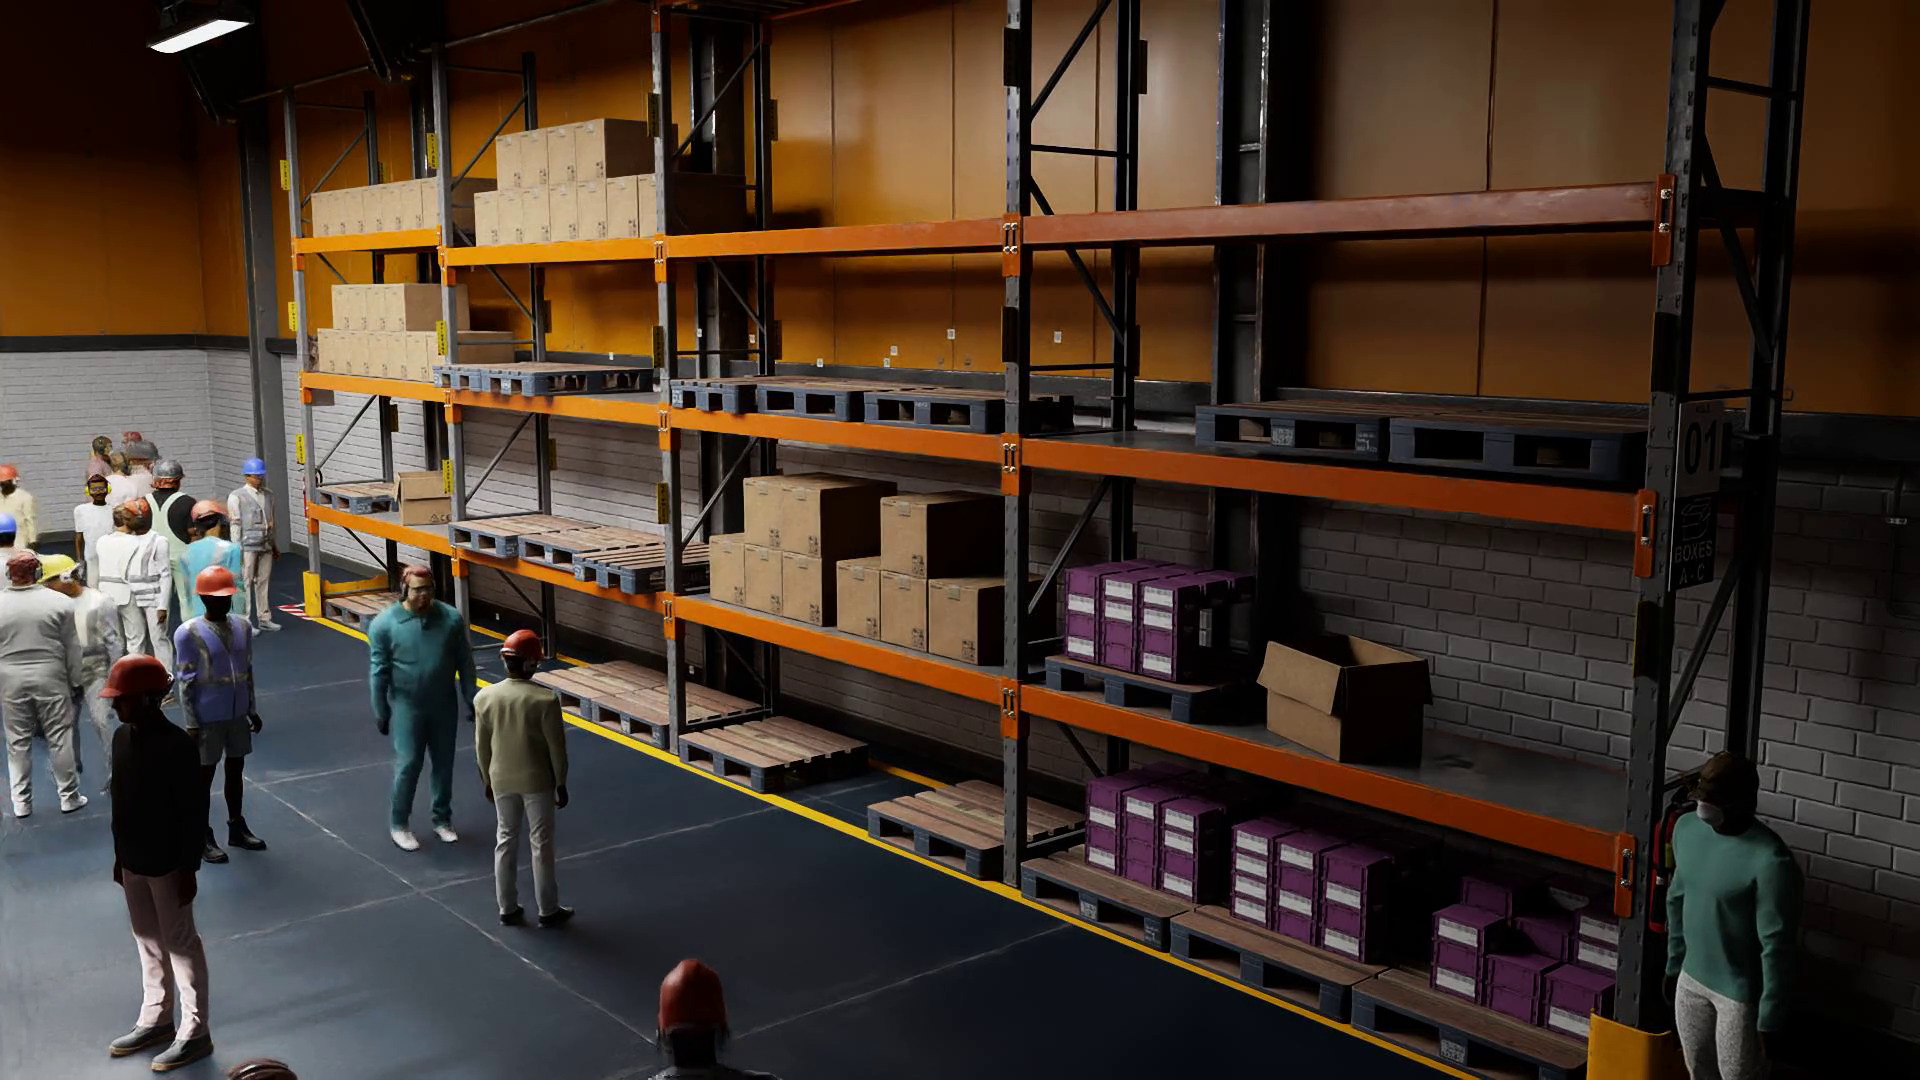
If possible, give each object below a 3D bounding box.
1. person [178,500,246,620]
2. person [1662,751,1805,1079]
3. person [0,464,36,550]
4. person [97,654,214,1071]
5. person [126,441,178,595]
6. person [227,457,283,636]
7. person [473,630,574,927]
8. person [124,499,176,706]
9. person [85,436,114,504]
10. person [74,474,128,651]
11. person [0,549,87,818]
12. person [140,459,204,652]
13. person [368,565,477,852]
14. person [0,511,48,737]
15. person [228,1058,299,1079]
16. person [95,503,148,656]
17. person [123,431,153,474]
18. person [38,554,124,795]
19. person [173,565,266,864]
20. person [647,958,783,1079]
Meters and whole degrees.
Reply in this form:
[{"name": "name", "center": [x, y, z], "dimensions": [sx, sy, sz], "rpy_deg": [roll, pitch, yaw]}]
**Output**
[{"name": "person", "center": [-6.224, 0.680, 13.828], "dimensions": [0.698, 1.992, 0.623], "rpy_deg": [4, 9, 23]}, {"name": "person", "center": [3.006, 1.763, 6.523], "dimensions": [0.389, 1.927, 0.645], "rpy_deg": [-2, 8, -13]}, {"name": "person", "center": [-11.285, -0.054, 19.818], "dimensions": [0.565, 1.720, 0.747], "rpy_deg": [1, 8, 9]}, {"name": "person", "center": [-3.853, 1.518, 7.948], "dimensions": [0.622, 1.993, 0.383], "rpy_deg": [5, 10, 31]}, {"name": "person", "center": [-9.850, -0.260, 20.156], "dimensions": [1.019, 2.000, 0.695], "rpy_deg": [-6, 10, -38]}, {"name": "person", "center": [-7.714, 0.065, 18.211], "dimensions": [0.391, 1.949, 0.602], "rpy_deg": [4, 9, 23]}, {"name": "person", "center": [-2.536, 1.389, 9.720], "dimensions": [0.562, 1.742, 0.338], "rpy_deg": [2, 8, 13]}, {"name": "person", "center": [-7.332, 0.560, 14.987], "dimensions": [0.573, 1.886, 0.353], "rpy_deg": [5, 9, 30]}, {"name": "person", "center": [-11.009, -0.374, 21.348], "dimensions": [0.376, 1.931, 0.625], "rpy_deg": [-3, 9, -20]}, {"name": "person", "center": [-8.875, 0.244, 17.235], "dimensions": [0.520, 1.873, 0.328], "rpy_deg": [-5, 10, -32]}, {"name": "person", "center": [-6.551, 1.011, 11.781], "dimensions": [0.636, 1.911, 0.404], "rpy_deg": [-3, 9, -19]}, {"name": "person", "center": [-8.067, 0.179, 17.098], "dimensions": [0.684, 2.000, 0.535], "rpy_deg": [0, 8, 2]}, {"name": "person", "center": [-3.568, 1.109, 11.142], "dimensions": [0.672, 1.893, 0.524], "rpy_deg": [-7, 11, -39]}, {"name": "person", "center": [-7.776, 0.727, 13.680], "dimensions": [0.607, 1.925, 0.595], "rpy_deg": [-7, 11, -39]}, {"name": "person", "center": [-1.575, 2.159, 3.904], "dimensions": [0.676, 1.886, 0.419], "rpy_deg": [-4, 9, -26]}, {"name": "person", "center": [-7.538, 0.584, 15.007], "dimensions": [0.565, 1.835, 0.383], "rpy_deg": [4, 9, 24]}, {"name": "person", "center": [-11.056, -0.511, 22.371], "dimensions": [0.401, 1.904, 0.646], "rpy_deg": [-5, 9, -30]}, {"name": "person", "center": [-6.511, 0.982, 12.406], "dimensions": [0.674, 1.793, 0.496], "rpy_deg": [0, 8, 1]}, {"name": "person", "center": [-4.830, 1.123, 10.896], "dimensions": [0.359, 1.939, 0.542], "rpy_deg": [5, 9, 29]}, {"name": "person", "center": [-0.750, 2.089, 4.855], "dimensions": [0.582, 1.737, 0.479], "rpy_deg": [-1, 8, -5]}]
